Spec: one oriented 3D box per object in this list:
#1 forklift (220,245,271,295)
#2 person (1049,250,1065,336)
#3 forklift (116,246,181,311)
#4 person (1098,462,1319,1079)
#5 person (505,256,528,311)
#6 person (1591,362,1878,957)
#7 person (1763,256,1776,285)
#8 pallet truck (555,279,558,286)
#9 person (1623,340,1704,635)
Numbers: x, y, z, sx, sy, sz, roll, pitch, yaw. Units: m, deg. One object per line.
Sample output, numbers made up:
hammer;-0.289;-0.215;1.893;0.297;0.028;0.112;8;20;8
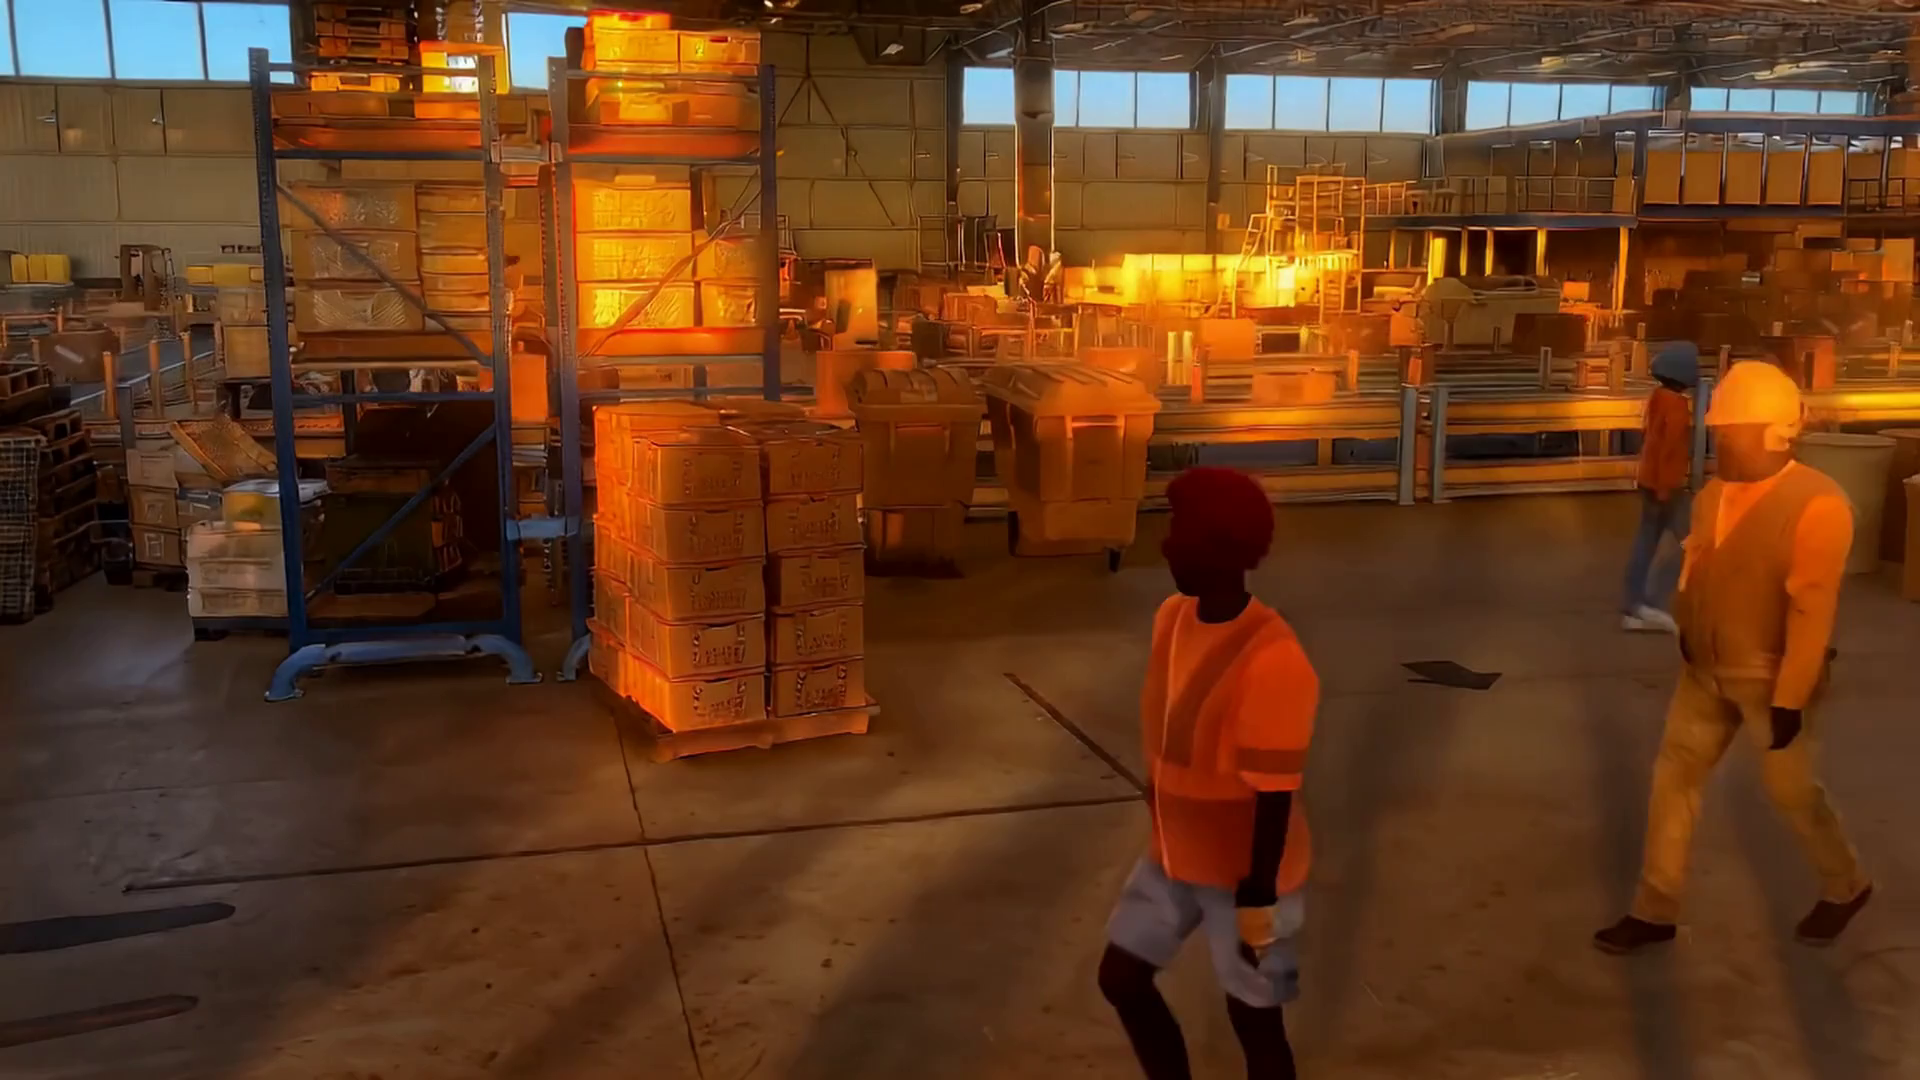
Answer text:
forklift;-17.749;-6.334;41.440;1.157;1.987;2.680;-3;10;-17
person;2.286;-5.857;39.486;0.385;2.045;0.605;3;11;19
forklift;-19.966;-6.232;40.894;1.157;1.987;2.680;-3;10;-15
person;0.518;0.674;3.496;0.514;1.678;0.548;-4;11;-23
person;-11.769;-6.551;43.937;0.705;1.872;0.414;-1;10;-5
person;2.395;0.368;4.944;0.885;1.800;0.589;-3;11;-18
person;24.369;-7.584;49.826;0.939;1.840;0.589;-3;10;-17
pallet truck;-10.604;-6.375;44.520;0.653;1.274;1.630;-3;10;-15
person;3.883;-0.280;9.104;0.429;1.618;0.500;2;10;10
